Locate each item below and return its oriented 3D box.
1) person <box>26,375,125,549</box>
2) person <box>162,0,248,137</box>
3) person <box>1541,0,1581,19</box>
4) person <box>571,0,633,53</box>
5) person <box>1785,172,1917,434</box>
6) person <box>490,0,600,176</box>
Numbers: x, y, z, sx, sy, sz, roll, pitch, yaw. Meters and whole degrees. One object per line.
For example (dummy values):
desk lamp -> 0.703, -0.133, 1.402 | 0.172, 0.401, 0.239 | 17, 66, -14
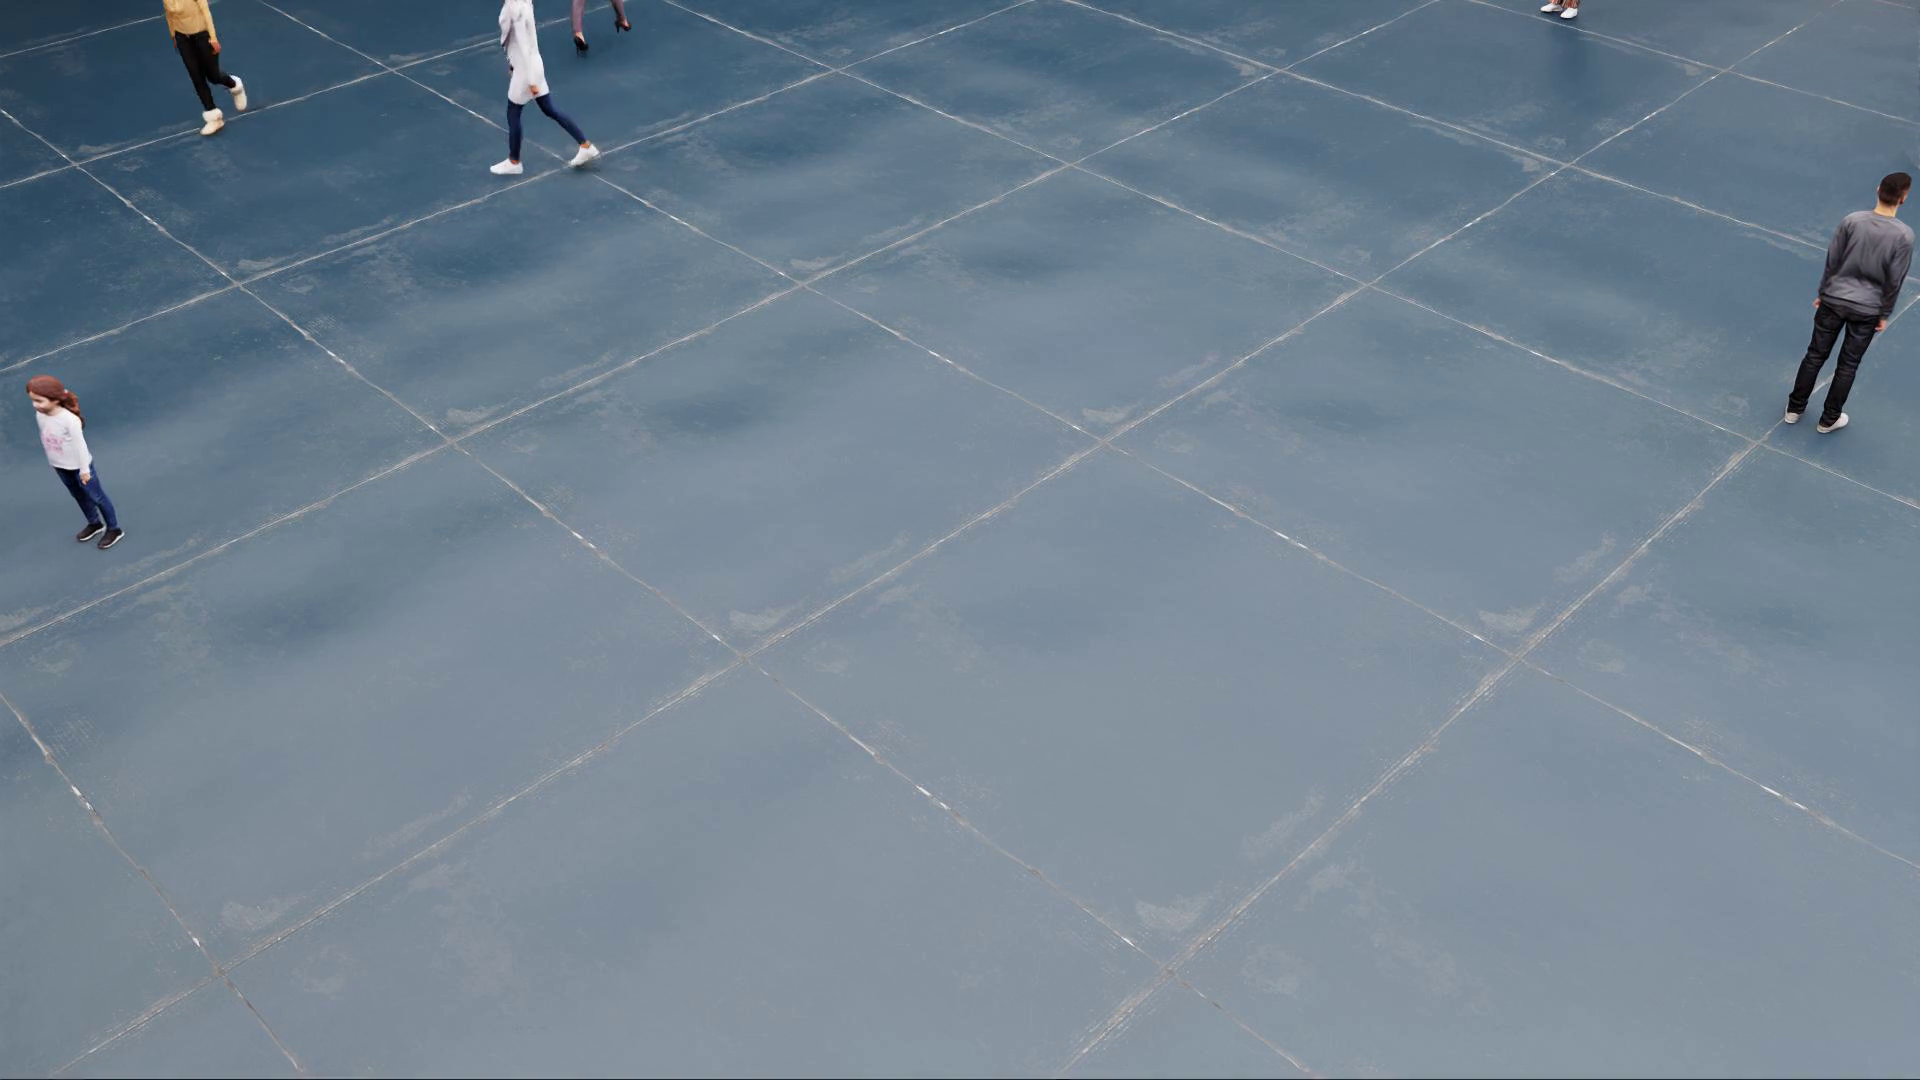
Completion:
person -> -5.159, -0.476, 9.674 | 0.513, 1.110, 0.559 | 12, 39, 16
person -> -6.548, -4.362, 14.342 | 0.869, 1.647, 0.973 | 6, 38, 8
person -> 6.179, -6.020, 16.594 | 0.546, 1.561, 0.588 | -24, 44, -29
person -> -3.552, -5.437, 15.780 | 0.859, 1.618, 1.118 | 14, 40, 18
person -> 5.618, -1.488, 10.468 | 0.636, 1.761, 0.552 | 27, 45, 30
person -> -3.423, -3.802, 13.531 | 1.179, 1.738, 1.087 | -2, 37, -2
